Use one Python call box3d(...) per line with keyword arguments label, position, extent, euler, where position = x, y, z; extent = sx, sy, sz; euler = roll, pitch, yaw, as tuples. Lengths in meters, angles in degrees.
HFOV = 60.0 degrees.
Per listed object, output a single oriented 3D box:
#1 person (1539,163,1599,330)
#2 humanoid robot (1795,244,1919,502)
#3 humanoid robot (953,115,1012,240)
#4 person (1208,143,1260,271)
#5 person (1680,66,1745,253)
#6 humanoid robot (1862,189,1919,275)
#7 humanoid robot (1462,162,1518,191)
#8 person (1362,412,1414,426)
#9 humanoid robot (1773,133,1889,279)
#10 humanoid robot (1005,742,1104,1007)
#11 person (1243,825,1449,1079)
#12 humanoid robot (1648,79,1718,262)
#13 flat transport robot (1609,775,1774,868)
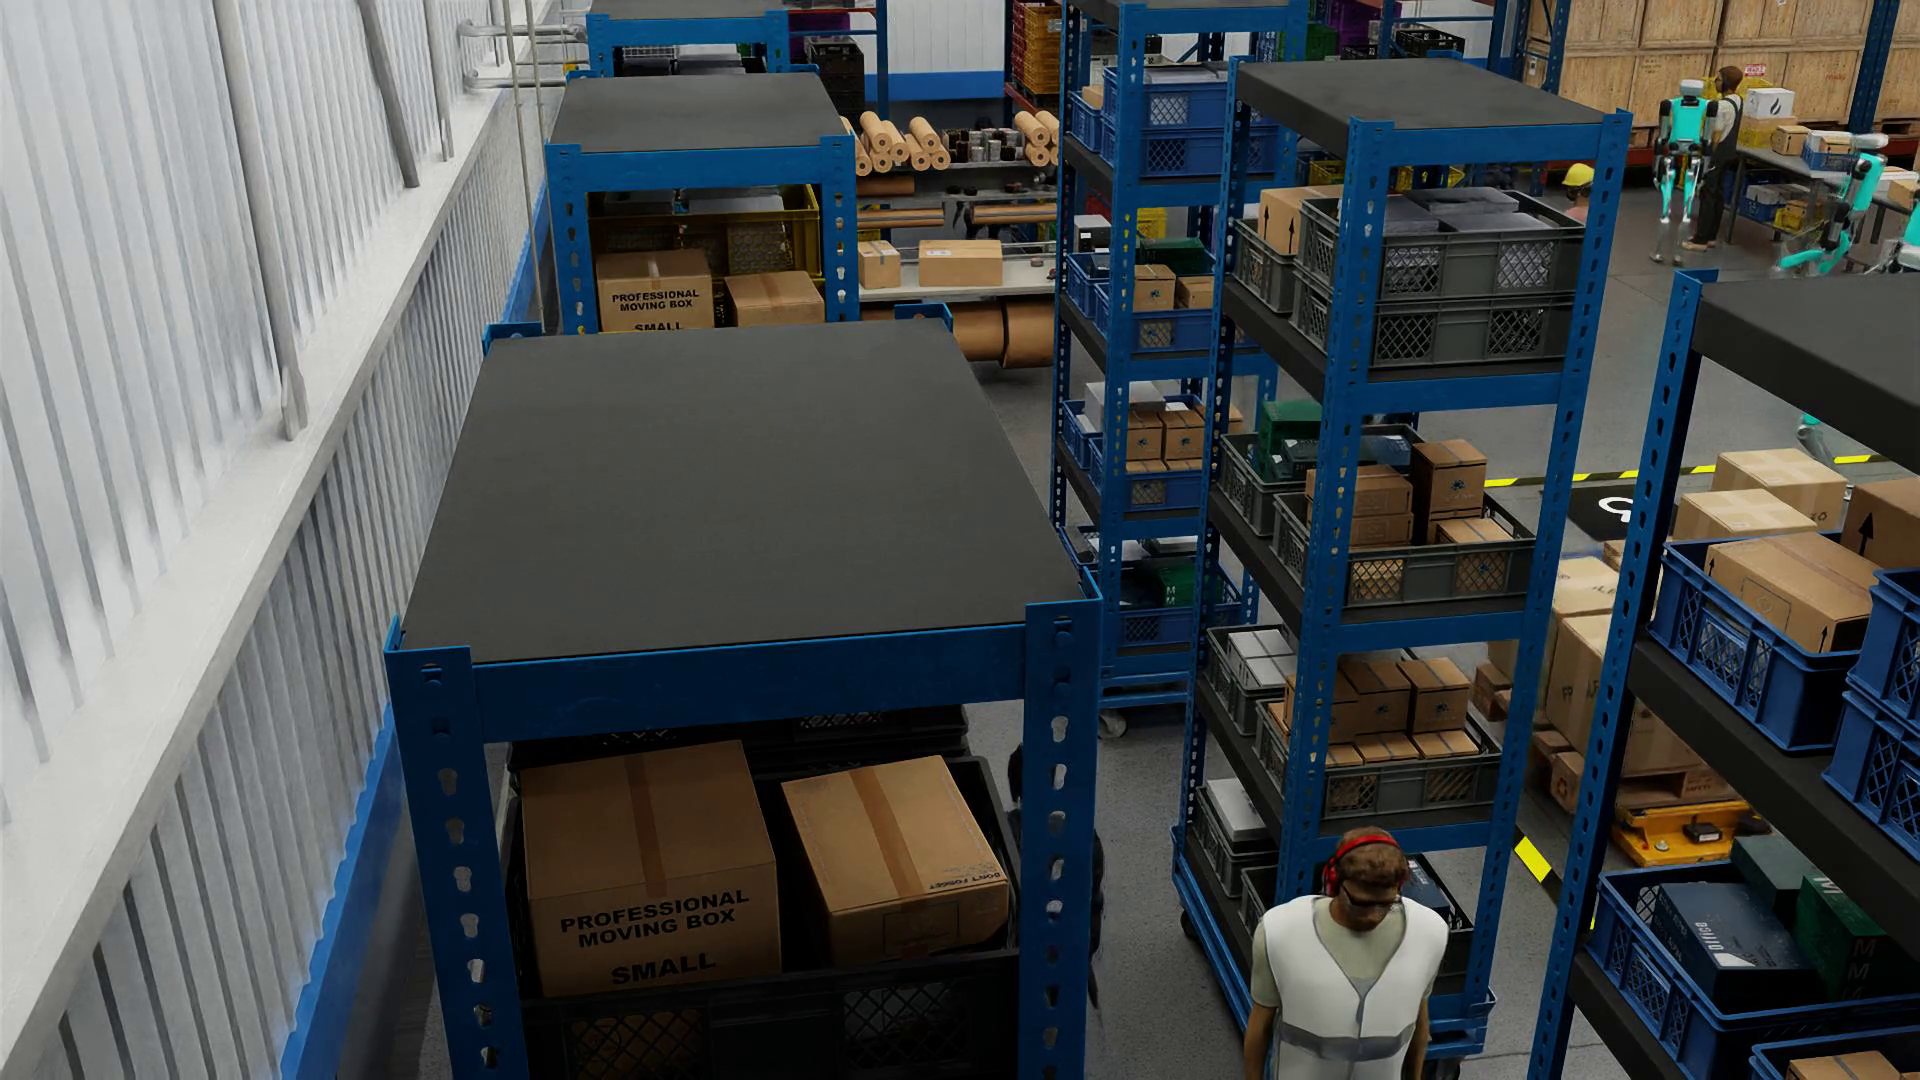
box3d(label="person", position=(4.736, -2.046, 12.969), extent=(0.532, 1.756, 0.338), euler=(-12, 27, -24))
box3d(label="humanoid robot", position=(5.775, -1.100, 10.778), extent=(0.735, 1.671, 0.533), euler=(14, 28, 27))
box3d(label="humanoid robot", position=(0.243, -3.054, 15.245), extent=(0.583, 1.645, 0.421), euler=(-8, 26, -18))
box3d(label="person", position=(2.265, -2.428, 13.499), extent=(0.601, 2.000, 0.912), euler=(2, 25, 4))
box3d(label="person", position=(7.589, -3.824, 16.725), extent=(0.507, 1.846, 0.346), euler=(-22, 33, -39))
box3d(label="humanoid robot", position=(7.098, -1.971, 12.867), extent=(0.886, 1.784, 0.557), euler=(3, 25, 6))
box3d(label="humanoid robot", position=(5.109, -3.452, 16.136), extent=(0.608, 1.632, 0.662), euler=(-4, 25, -9))
box3d(label="person", position=(2.907, -1.273, 11.183), extent=(0.462, 1.836, 0.619), euler=(-5, 25, -12))
box3d(label="humanoid robot", position=(7.360, -2.591, 14.209), extent=(0.838, 1.796, 0.561), euler=(22, 33, 40))
box3d(label="humanoid robot", position=(0.170, 1.428, 5.518), extent=(0.607, 1.644, 0.525), euler=(0, 25, -1))
box3d(label="person", position=(1.102, 1.613, 4.912), extent=(0.564, 1.839, 0.391), euler=(-3, 25, -6))
box3d(label="humanoid robot", position=(7.007, -3.548, 16.180), extent=(0.550, 1.752, 0.677), euler=(8, 26, 16))
box3d(label="flat transport robot", position=(3.211, 1.059, 7.963), extent=(0.652, 0.197, 1.431), euler=(-4, 25, -8))
